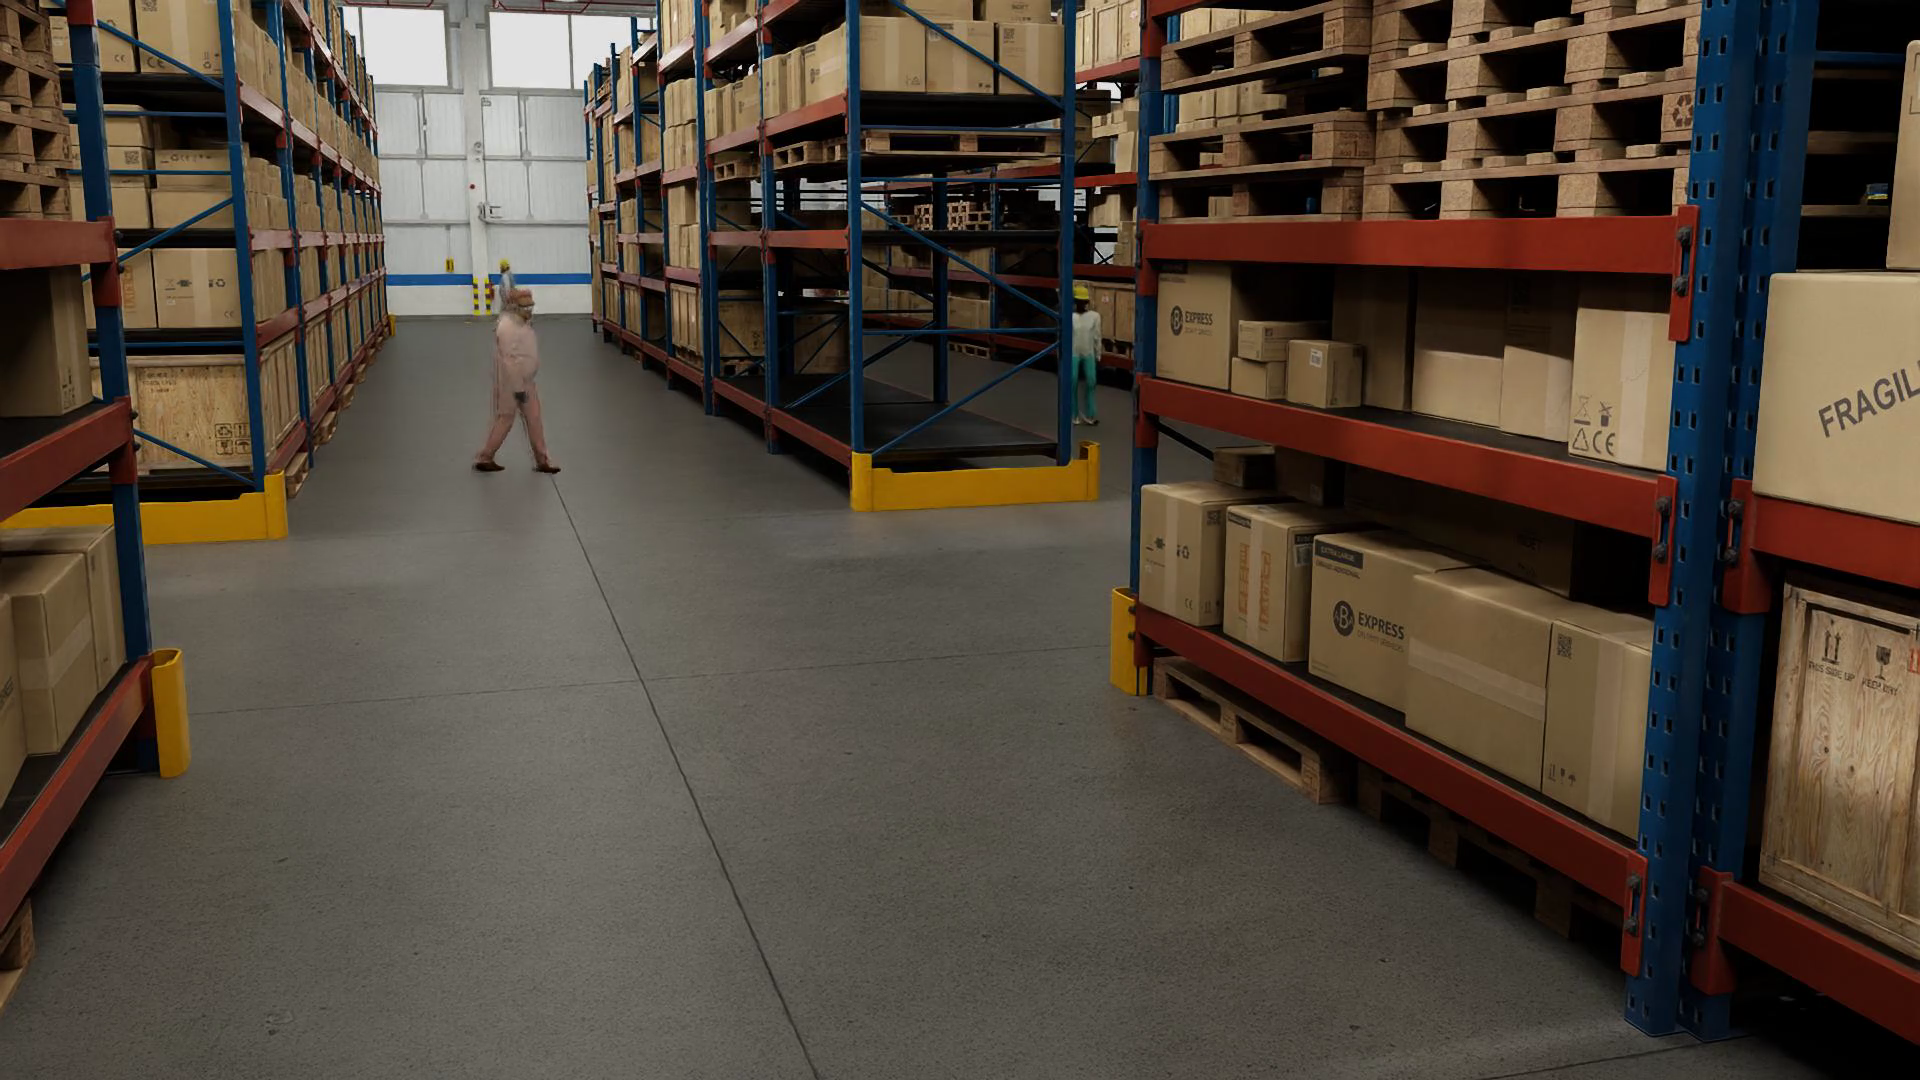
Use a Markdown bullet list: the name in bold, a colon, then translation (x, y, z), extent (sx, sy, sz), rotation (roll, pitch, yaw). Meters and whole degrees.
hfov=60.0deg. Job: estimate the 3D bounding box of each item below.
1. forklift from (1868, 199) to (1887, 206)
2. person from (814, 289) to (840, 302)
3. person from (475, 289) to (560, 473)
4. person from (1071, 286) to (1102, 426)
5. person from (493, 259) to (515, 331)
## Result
- **forklift**: translation (11.338, -2.915, 21.052), extent (1.129, 2.768, 1.873), rotation (-3, 11, -17)
- **person**: translation (-3.338, -6.185, 41.692), extent (0.665, 1.889, 0.427), rotation (-3, 11, -14)
- **person**: translation (-4.449, -1.572, 16.548), extent (0.835, 1.850, 0.661), rotation (2, 11, 13)
- **person**: translation (1.514, -2.260, 20.588), extent (0.553, 1.725, 0.850), rotation (-1, 10, -7)
- **person**: translation (-11.233, -6.106, 41.507), extent (0.840, 1.806, 0.599), rotation (-1, 10, -5)
